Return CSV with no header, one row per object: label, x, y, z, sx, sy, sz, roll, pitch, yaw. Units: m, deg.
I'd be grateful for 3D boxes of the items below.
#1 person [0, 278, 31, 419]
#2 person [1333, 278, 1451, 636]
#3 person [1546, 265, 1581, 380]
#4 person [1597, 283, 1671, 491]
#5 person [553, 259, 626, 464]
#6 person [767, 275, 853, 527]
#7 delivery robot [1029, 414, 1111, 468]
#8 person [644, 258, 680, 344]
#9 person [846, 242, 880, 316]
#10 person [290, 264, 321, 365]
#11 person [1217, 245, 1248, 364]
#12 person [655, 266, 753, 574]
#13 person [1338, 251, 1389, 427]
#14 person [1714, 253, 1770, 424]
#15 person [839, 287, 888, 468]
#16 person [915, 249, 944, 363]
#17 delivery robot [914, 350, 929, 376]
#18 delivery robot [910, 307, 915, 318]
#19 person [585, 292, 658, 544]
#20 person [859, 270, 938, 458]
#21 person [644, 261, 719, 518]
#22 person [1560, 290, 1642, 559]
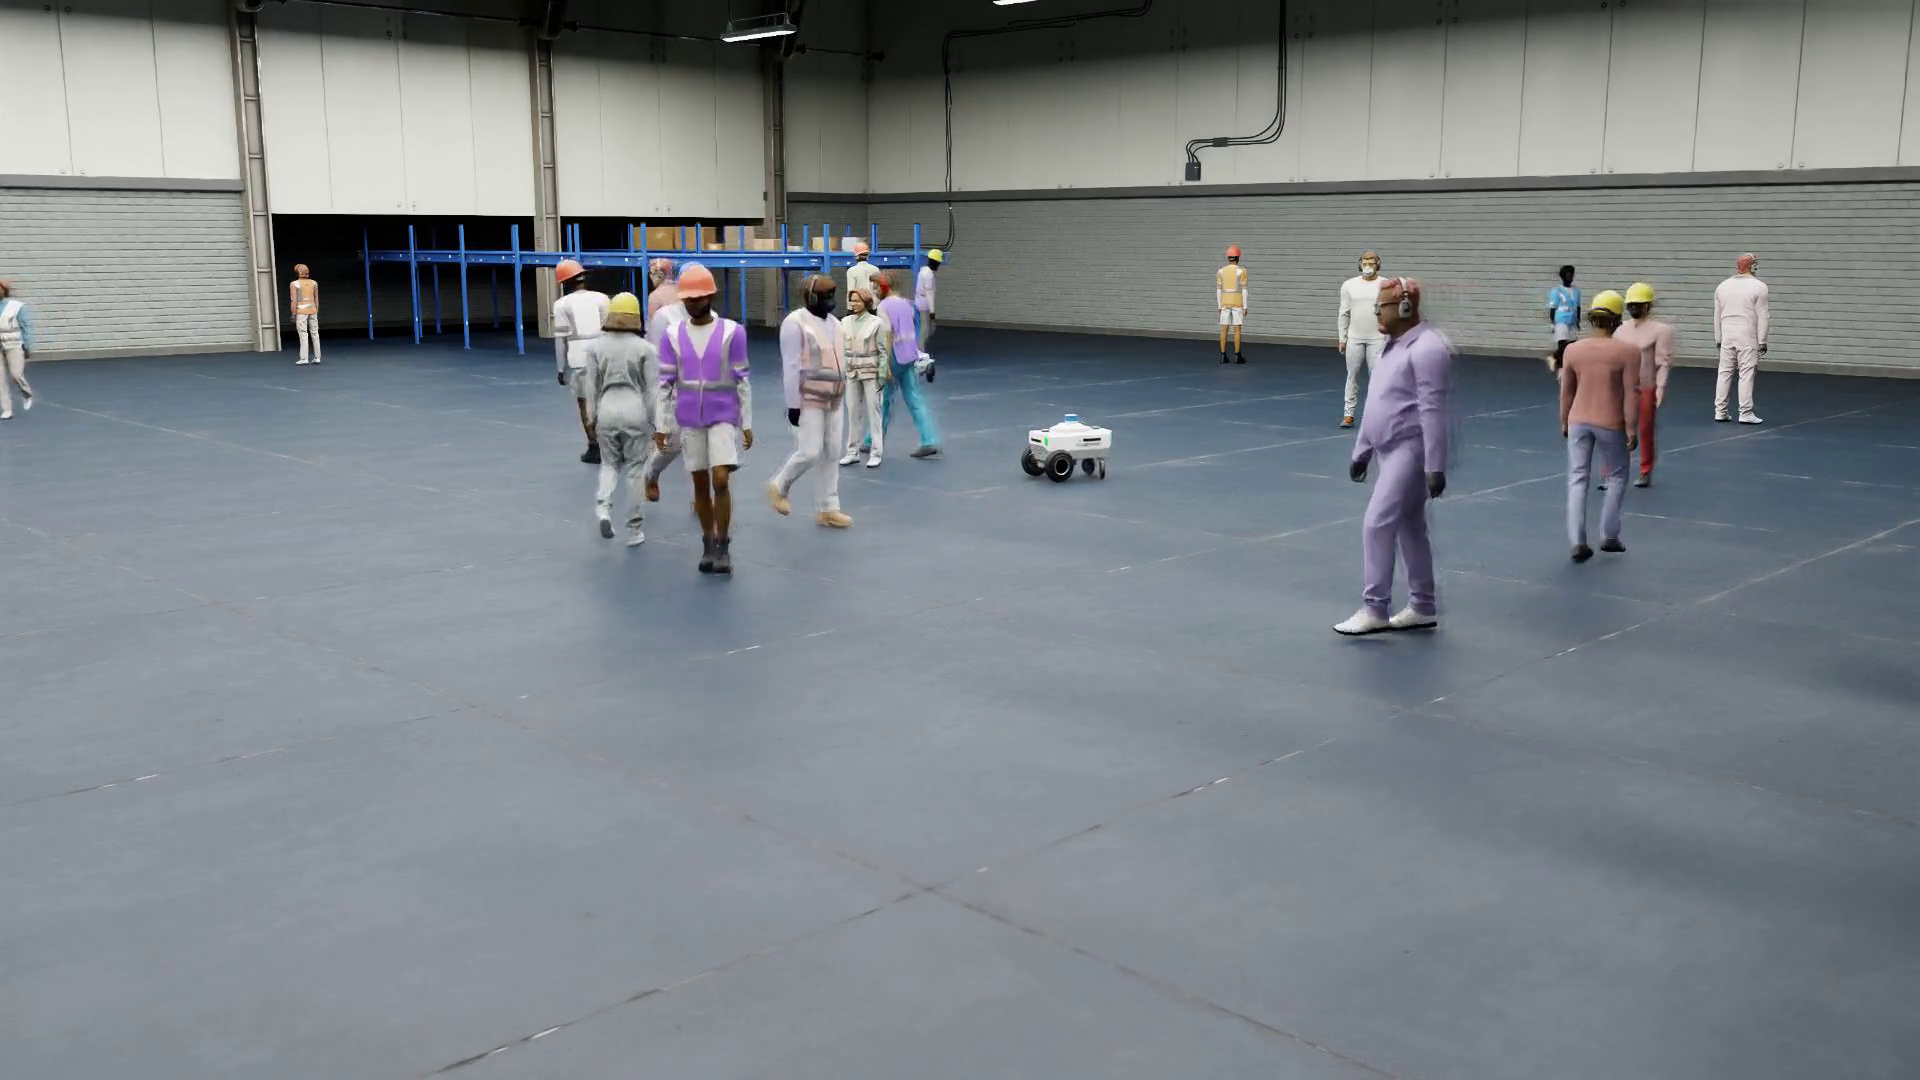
person,-11.099,-2.235,19.347,0.518,1.627,0.435,-2,11,-12
person,2.246,-0.434,8.814,0.769,1.879,0.676,-1,10,-4
person,8.858,-3.207,24.486,0.545,1.679,0.553,-5,11,-24
person,5.615,-1.270,13.823,0.540,1.714,0.904,8,13,38
person,-3.440,-1.651,15.462,0.618,1.887,0.694,-5,12,-25
person,-1.082,-1.013,12.122,0.579,1.830,0.640,7,13,35
delivery robot,0.975,-0.868,14.674,0.707,0.478,0.477,-5,12,-27
person,-2.909,-1.868,16.642,0.429,1.884,0.647,5,11,24
person,-1.520,-3.645,26.028,0.610,1.995,0.375,-8,13,-38
person,-10.760,-3.708,27.340,0.308,1.640,0.510,7,12,33
person,4.534,-3.913,27.634,0.544,1.943,0.347,7,12,32
person,-1.612,-0.730,10.341,0.586,1.914,0.695,1,10,5
person,4.482,-2.207,18.340,0.630,1.940,0.372,3,11,17
person,8.840,-2.275,18.789,0.407,1.913,0.641,-7,12,-32
person,-0.888,-1.494,15.263,0.514,1.641,0.315,6,12,31
person,-0.510,-3.868,27.558,0.507,1.876,0.644,-1,10,-6
delivery robot,-0.690,-2.570,23.956,0.477,0.478,0.707,3,11,16
delivery robot,-1.412,-5.348,39.103,0.707,0.478,0.477,-4,11,-18
person,-2.313,-0.830,11.420,0.500,1.720,0.444,1,10,4
person,-0.622,-1.676,15.896,0.966,1.783,0.581,6,12,28
person,-2.116,-1.140,12.591,0.621,1.922,0.714,-10,14,-43
person,4.226,-0.757,10.931,0.554,1.743,0.618,9,14,41
